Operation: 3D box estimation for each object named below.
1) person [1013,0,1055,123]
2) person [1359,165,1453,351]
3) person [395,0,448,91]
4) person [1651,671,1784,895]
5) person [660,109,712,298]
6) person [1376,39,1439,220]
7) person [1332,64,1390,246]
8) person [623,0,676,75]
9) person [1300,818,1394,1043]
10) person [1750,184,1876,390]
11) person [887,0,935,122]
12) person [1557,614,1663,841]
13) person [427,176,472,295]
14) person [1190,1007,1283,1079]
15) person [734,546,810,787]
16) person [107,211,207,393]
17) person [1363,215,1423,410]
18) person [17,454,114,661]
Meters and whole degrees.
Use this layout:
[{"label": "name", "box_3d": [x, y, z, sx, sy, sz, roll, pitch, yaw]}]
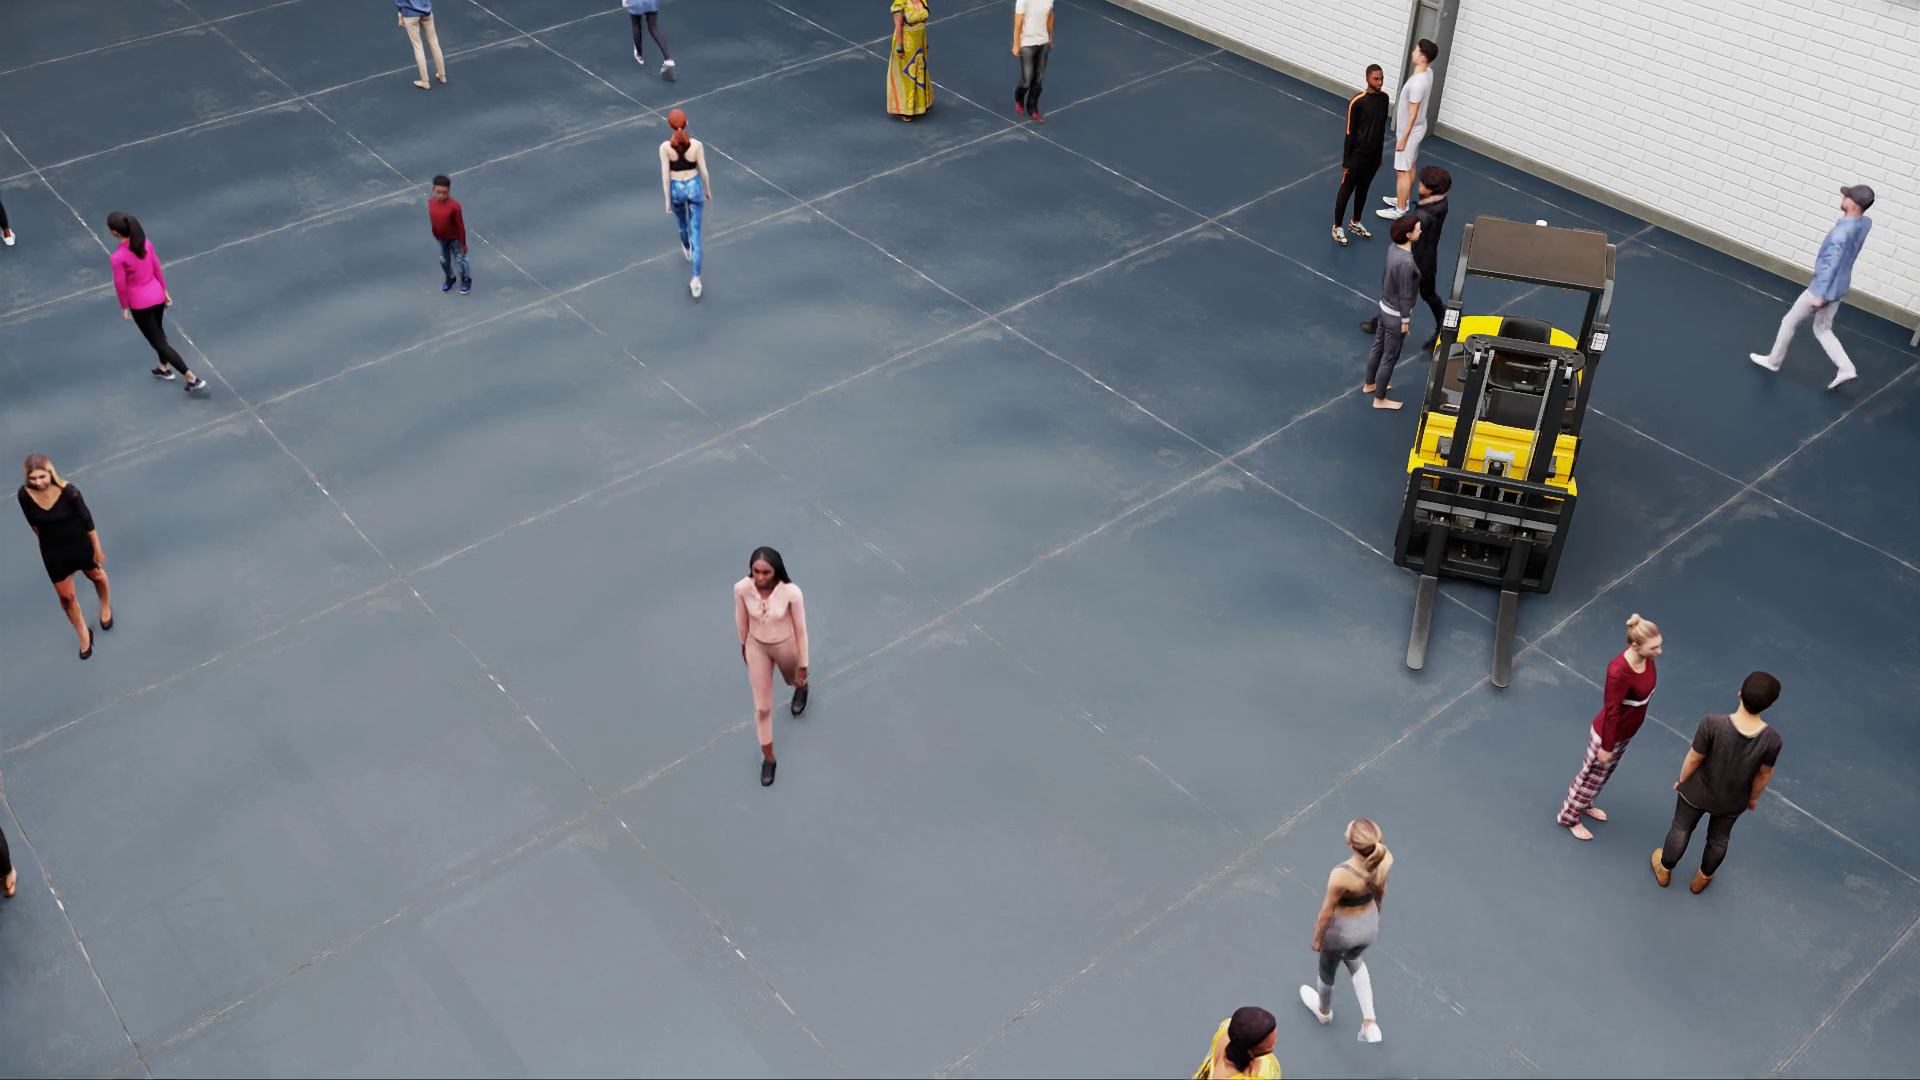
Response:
[{"label": "person", "box_3d": [0.775, -5.574, 18.597, 0.707, 1.794, 0.721, -21, 43, -24]}, {"label": "person", "box_3d": [4.141, -2.455, 14.720, 1.169, 1.749, 0.770, 27, 46, 29]}, {"label": "person", "box_3d": [-6.311, -6.108, 19.344, 0.620, 1.697, 0.576, -32, 48, -33]}, {"label": "person", "box_3d": [4.500, 1.448, 9.859, 0.652, 1.716, 0.770, 14, 41, 17]}, {"label": "person", "box_3d": [-2.542, -3.123, 15.581, 1.000, 1.728, 1.261, -6, 39, -8]}, {"label": "person", "box_3d": [4.540, -4.127, 16.729, 0.731, 1.854, 0.768, 16, 41, 19]}, {"label": "person", "box_3d": [3.962, -3.811, 16.370, 0.679, 1.808, 0.611, -17, 42, -20]}, {"label": "person", "box_3d": [-3.696, -6.368, 19.601, 0.799, 1.773, 1.169, -23, 44, -26]}, {"label": "person", "box_3d": [2.155, 2.157, 8.988, 0.727, 1.695, 0.910, -15, 41, -18]}, {"label": "person", "box_3d": [7.496, -2.131, 14.226, 0.704, 1.859, 1.124, -24, 44, -27]}, {"label": "person", "box_3d": [-0.554, -5.576, 18.707, 0.831, 1.659, 0.898, 28, 46, 31]}, {"label": "person", "box_3d": [4.037, 1.146, 10.253, 0.538, 1.696, 0.641, 30, 47, 32]}, {"label": "person", "box_3d": [-4.810, -2.899, 15.692, 0.625, 1.230, 0.696, 16, 41, 19]}, {"label": "person", "box_3d": [1.324, 2.829, 8.181, 0.943, 1.652, 0.880, 0, 39, 0]}, {"label": "person", "box_3d": [-1.178, 0.686, 10.844, 1.171, 1.677, 1.208, 4, 39, 5]}, {"label": "person", "box_3d": [-6.887, -2.002, 14.213, 1.060, 1.684, 0.853, 15, 41, 18]}, {"label": "person", "box_3d": [3.672, -1.942, 14.062, 0.752, 1.768, 0.641, -5, 39, -7]}, {"label": "person", "box_3d": [-6.261, -0.001, 11.730, 0.755, 1.645, 0.888, -8, 39, -10]}]
